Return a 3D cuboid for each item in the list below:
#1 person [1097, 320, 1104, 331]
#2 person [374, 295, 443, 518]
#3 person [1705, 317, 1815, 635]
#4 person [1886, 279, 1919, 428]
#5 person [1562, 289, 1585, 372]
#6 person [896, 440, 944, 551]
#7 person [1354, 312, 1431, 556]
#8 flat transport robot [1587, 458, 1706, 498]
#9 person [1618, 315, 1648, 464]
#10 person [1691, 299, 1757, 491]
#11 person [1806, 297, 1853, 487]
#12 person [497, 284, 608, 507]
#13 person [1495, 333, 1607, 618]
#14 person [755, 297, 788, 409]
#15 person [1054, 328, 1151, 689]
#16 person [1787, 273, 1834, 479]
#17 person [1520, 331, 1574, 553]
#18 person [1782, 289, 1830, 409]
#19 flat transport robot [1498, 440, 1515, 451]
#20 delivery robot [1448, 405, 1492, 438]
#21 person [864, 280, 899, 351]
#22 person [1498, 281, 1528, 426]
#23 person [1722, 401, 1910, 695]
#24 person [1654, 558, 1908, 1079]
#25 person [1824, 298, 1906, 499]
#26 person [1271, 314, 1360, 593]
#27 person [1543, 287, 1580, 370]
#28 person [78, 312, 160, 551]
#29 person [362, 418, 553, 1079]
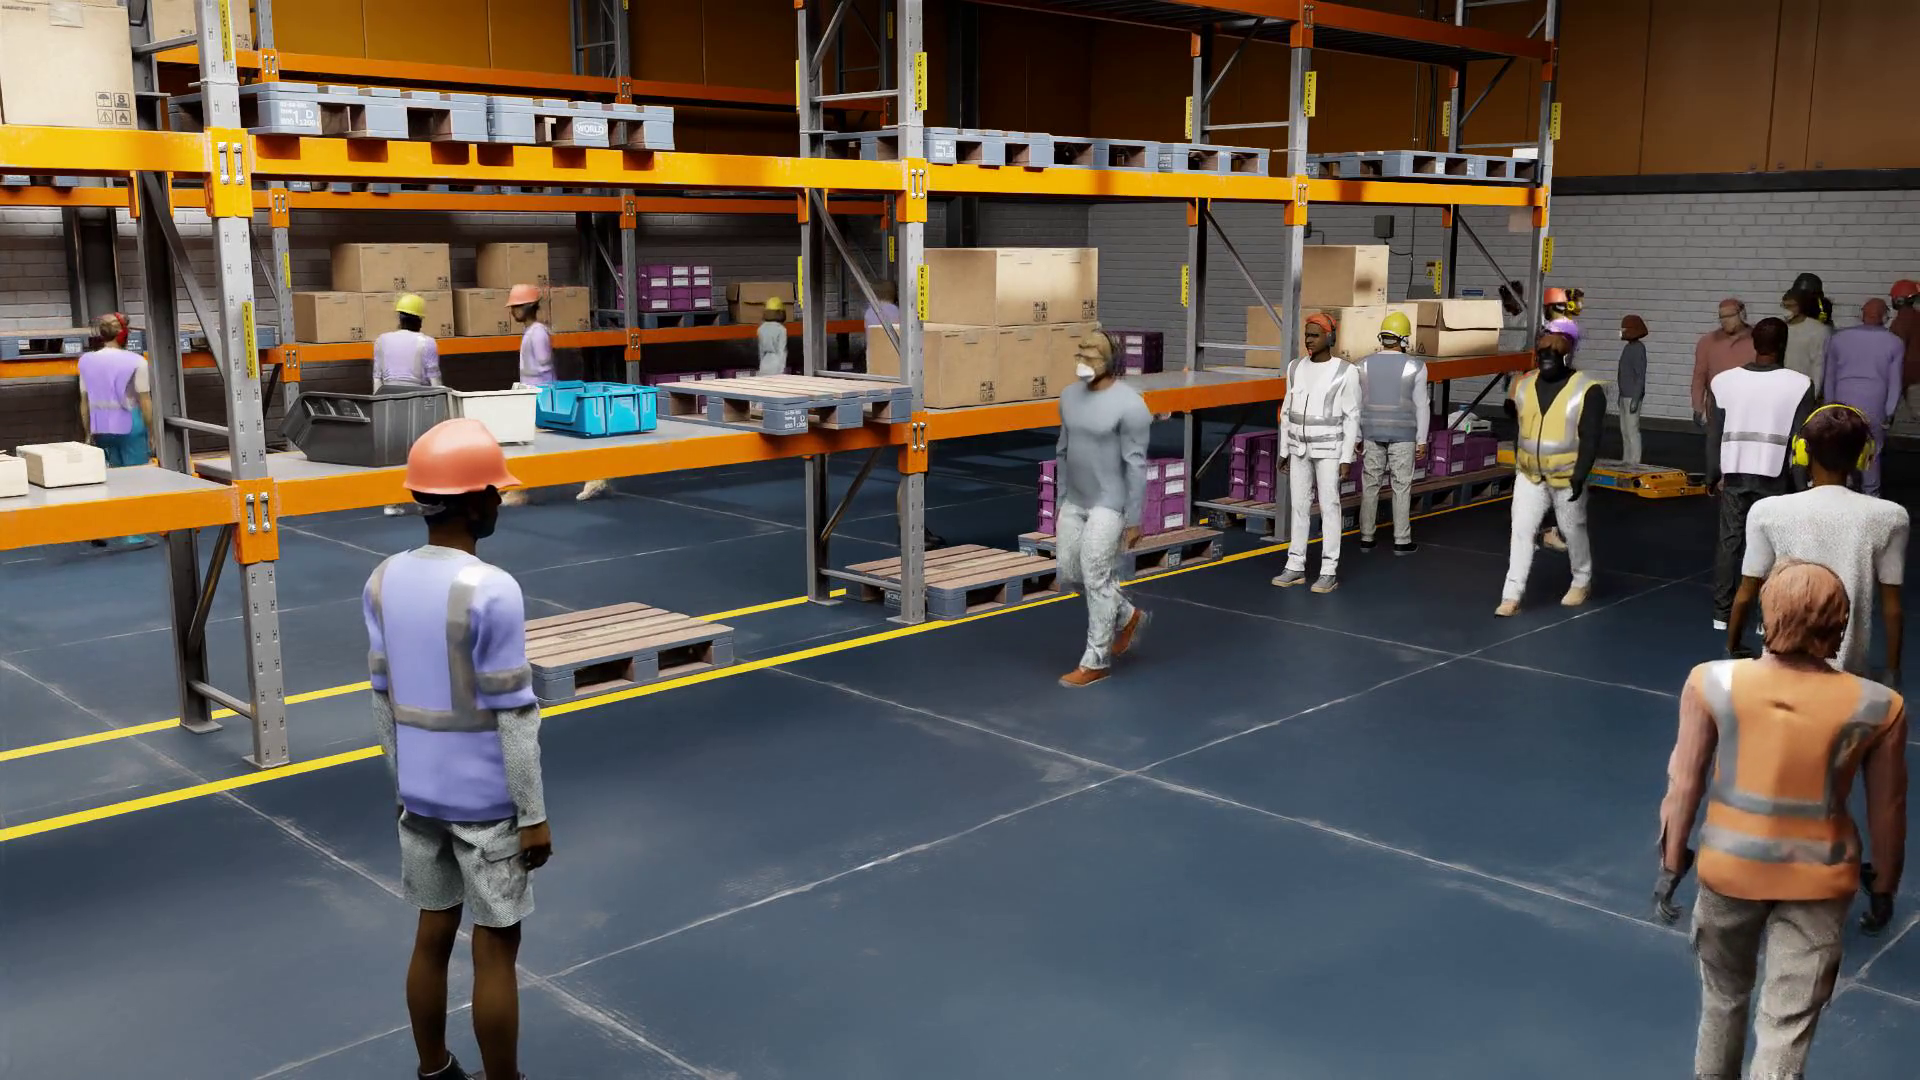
[{"bbox_3d":[1.286,-1.663,17.246,0.506,1.847,0.345,6,12,31],"label":"person"},{"bbox_3d":[-4.706,-1.136,14.241,0.597,1.893,0.463,2,11,10],"label":"person"},{"bbox_3d":[4.821,-0.383,10.073,0.596,1.915,0.370,8,13,38],"label":"person"},{"bbox_3d":[9.951,-1.748,17.435,0.608,1.958,0.979,-6,12,-31],"label":"person"},{"bbox_3d":[6.447,-1.709,17.507,0.837,1.837,0.529,2,11,13],"label":"person"},{"bbox_3d":[-0.295,-0.887,12.771,0.378,1.933,0.551,4,11,19],"label":"person"},{"bbox_3d":[3.253,-0.798,12.564,0.600,1.831,0.404,6,12,32],"label":"person"},{"bbox_3d":[6.260,-0.605,15.771,0.652,0.197,1.431,-5,12,-27],"label":"flat transport robot"},{"bbox_3d":[6.567,-1.387,16.319,0.266,1.631,0.507,1,10,7],"label":"person"},{"bbox_3d":[6.615,-1.121,14.265,0.659,1.857,0.982,7,12,33],"label":"person"},{"bbox_3d":[8.275,-1.401,15.890,0.616,1.832,0.464,-8,13,-39],"label":"person"},{"bbox_3d":[-3.688,-1.290,14.872,1.026,1.994,0.608,-2,11,-13],"label":"person"},{"bbox_3d":[3.809,-0.422,10.623,0.622,1.805,0.939,10,14,43],"label":"person"},{"bbox_3d":[-2.150,-1.954,19.220,0.501,1.705,0.823,9,13,39],"label":"person"},{"bbox_3d":[0.784,-0.178,8.938,0.615,1.924,0.641,-8,13,-36],"label":"person"},{"bbox_3d":[8.333,-1.633,16.550,0.536,2.000,0.676,1,10,5],"label":"person"},{"bbox_3d":[4.490,-0.744,12.666,0.533,1.689,0.332,-3,11,-16],"label":"person"},{"bbox_3d":[7.937,-1.419,15.734,0.788,1.914,0.635,-6,12,-29],"label":"person"},{"bbox_3d":[5.811,-0.859,17.155,0.652,0.197,1.431,-2,11,-13],"label":"flat transport robot"},{"bbox_3d":[5.483,-1.230,18.148,0.477,0.478,0.707,-3,11,-14],"label":"delivery robot"},{"bbox_3d":[-0.852,-2.063,19.328,0.644,1.895,1.017,6,12,30],"label":"person"},{"bbox_3d":[5.860,-1.748,17.473,0.513,1.931,0.660,1,10,5],"label":"person"},{"bbox_3d":[2.954,0.432,5.827,0.554,1.838,0.859,3,11,15],"label":"person"},{"bbox_3d":[2.088,0.836,4.236,0.545,1.604,0.784,6,12,30],"label":"person"},{"bbox_3d":[7.987,-1.208,14.747,0.650,1.865,0.985,8,13,38],"label":"person"},{"bbox_3d":[2.408,-0.585,11.269,0.574,1.883,0.355,10,14,43],"label":"person"},{"bbox_3d":[5.844,-1.503,16.239,0.568,1.910,0.760,-6,12,-30],"label":"person"},{"bbox_3d":[-6.361,-0.800,12.578,0.571,1.829,0.496,3,11,16],"label":"person"},{"bbox_3d":[-1.289,0.649,4.382,0.543,1.939,0.370,7,12,32],"label":"person"}]
